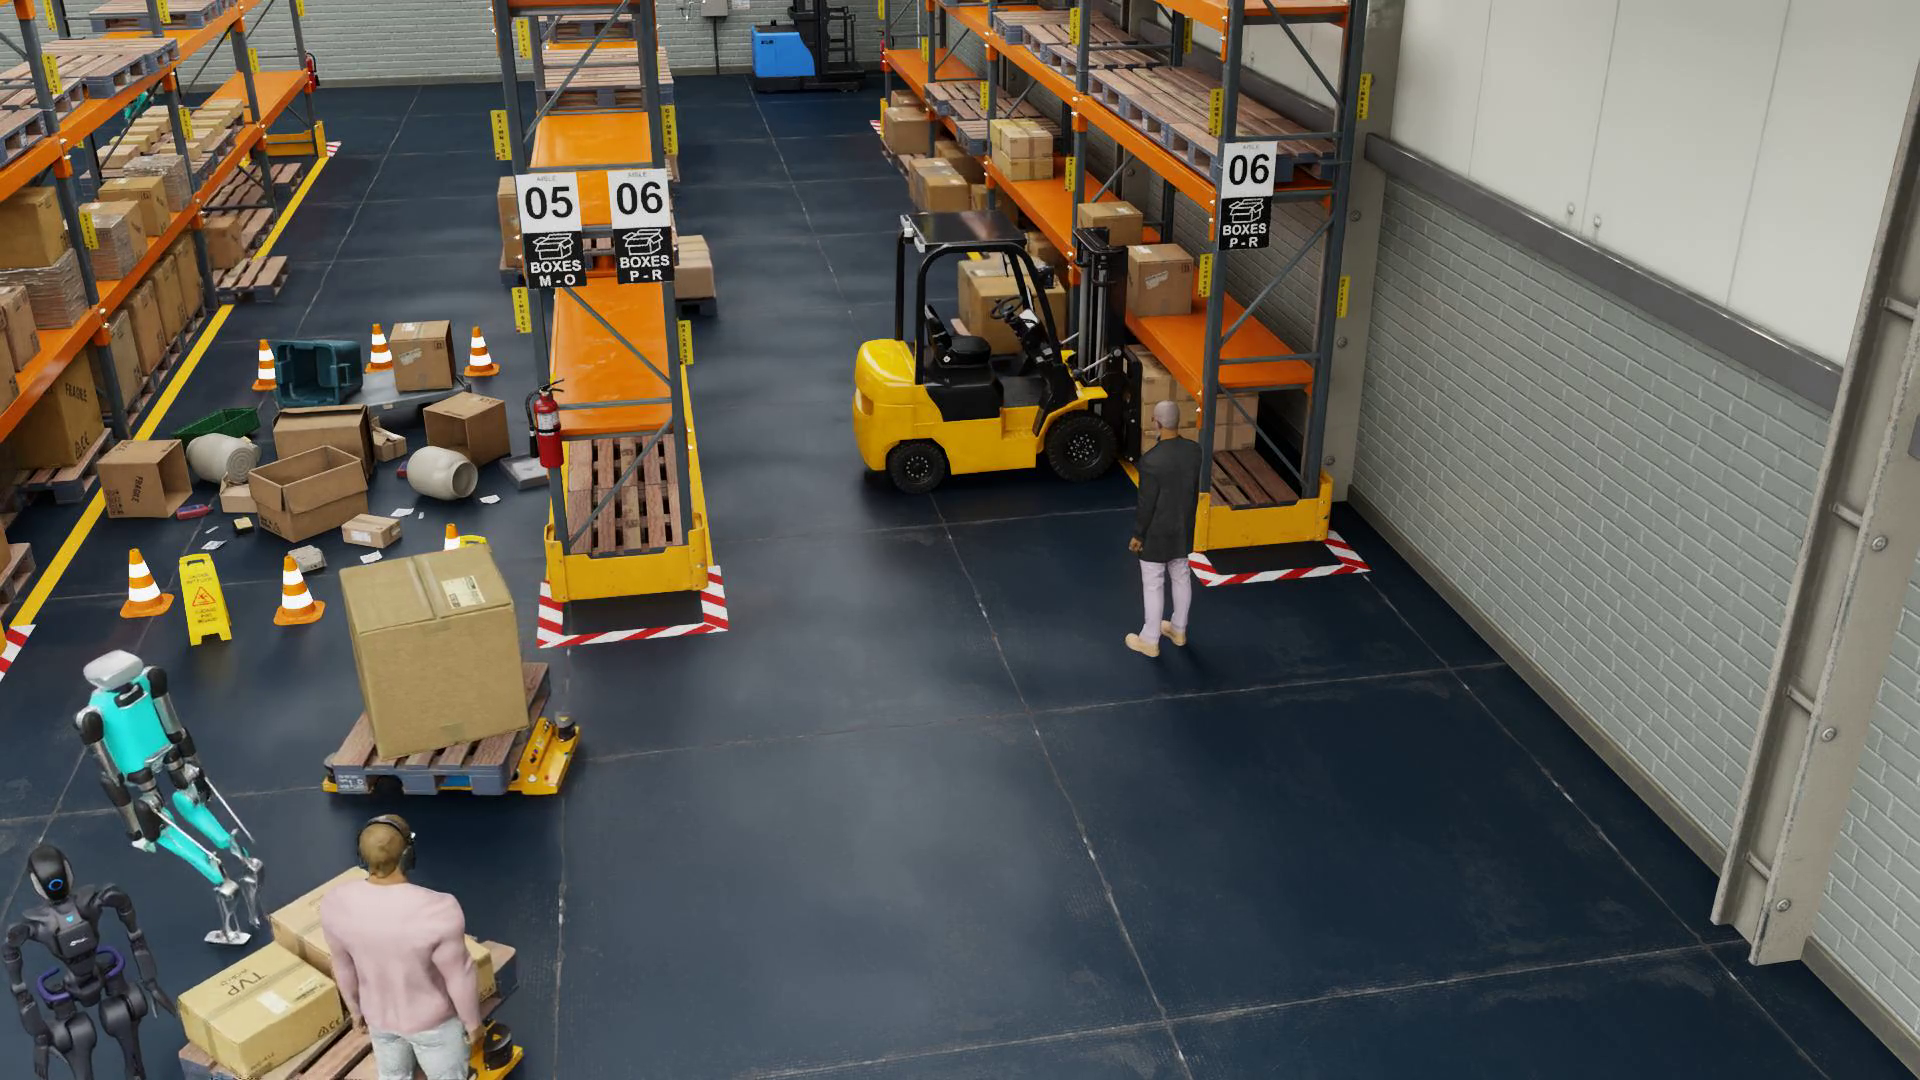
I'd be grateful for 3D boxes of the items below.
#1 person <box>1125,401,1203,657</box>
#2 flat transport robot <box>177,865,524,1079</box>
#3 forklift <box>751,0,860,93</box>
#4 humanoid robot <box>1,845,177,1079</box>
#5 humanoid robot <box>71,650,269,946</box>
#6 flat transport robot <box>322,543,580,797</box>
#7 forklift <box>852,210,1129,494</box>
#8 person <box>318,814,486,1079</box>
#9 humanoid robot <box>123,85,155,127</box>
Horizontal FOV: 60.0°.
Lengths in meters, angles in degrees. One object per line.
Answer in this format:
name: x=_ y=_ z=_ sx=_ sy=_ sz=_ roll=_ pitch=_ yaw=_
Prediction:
person: x=1.415 y=-0.074 z=11.451 sx=0.531 sy=1.855 sz=0.408 roll=-16 pitch=30 yaw=-30
flat transport robot: x=-2.903 y=2.457 z=8.012 sx=1.431 sy=0.231 sz=0.659 roll=10 pitch=27 yaw=20
forklift: x=-2.872 y=-9.679 z=30.288 sx=1.873 sy=2.768 sz=1.129 roll=-5 pitch=26 yaw=-10
humanoid robot: x=-3.761 y=2.042 z=7.244 sx=0.585 sy=1.656 sz=0.367 roll=-23 pitch=34 yaw=-39
humanoid robot: x=-3.944 y=1.424 z=8.522 sx=0.767 sy=1.812 sz=0.561 roll=9 pitch=27 yaw=19
flat transport robot: x=-3.154 y=1.328 z=10.364 sx=1.431 sy=0.231 sz=0.659 roll=0 pitch=26 yaw=1
forklift: x=0.216 y=-1.659 z=14.366 sx=2.313 sy=2.155 sz=1.214 roll=-5 pitch=26 yaw=-10
person: x=-2.317 y=2.001 z=7.046 sx=0.627 sy=1.932 sz=0.356 roll=5 pitch=26 yaw=10
humanoid robot: x=-12.865 y=-6.874 z=25.791 sx=0.836 sy=1.802 sz=0.566 roll=10 pitch=27 yaw=19
